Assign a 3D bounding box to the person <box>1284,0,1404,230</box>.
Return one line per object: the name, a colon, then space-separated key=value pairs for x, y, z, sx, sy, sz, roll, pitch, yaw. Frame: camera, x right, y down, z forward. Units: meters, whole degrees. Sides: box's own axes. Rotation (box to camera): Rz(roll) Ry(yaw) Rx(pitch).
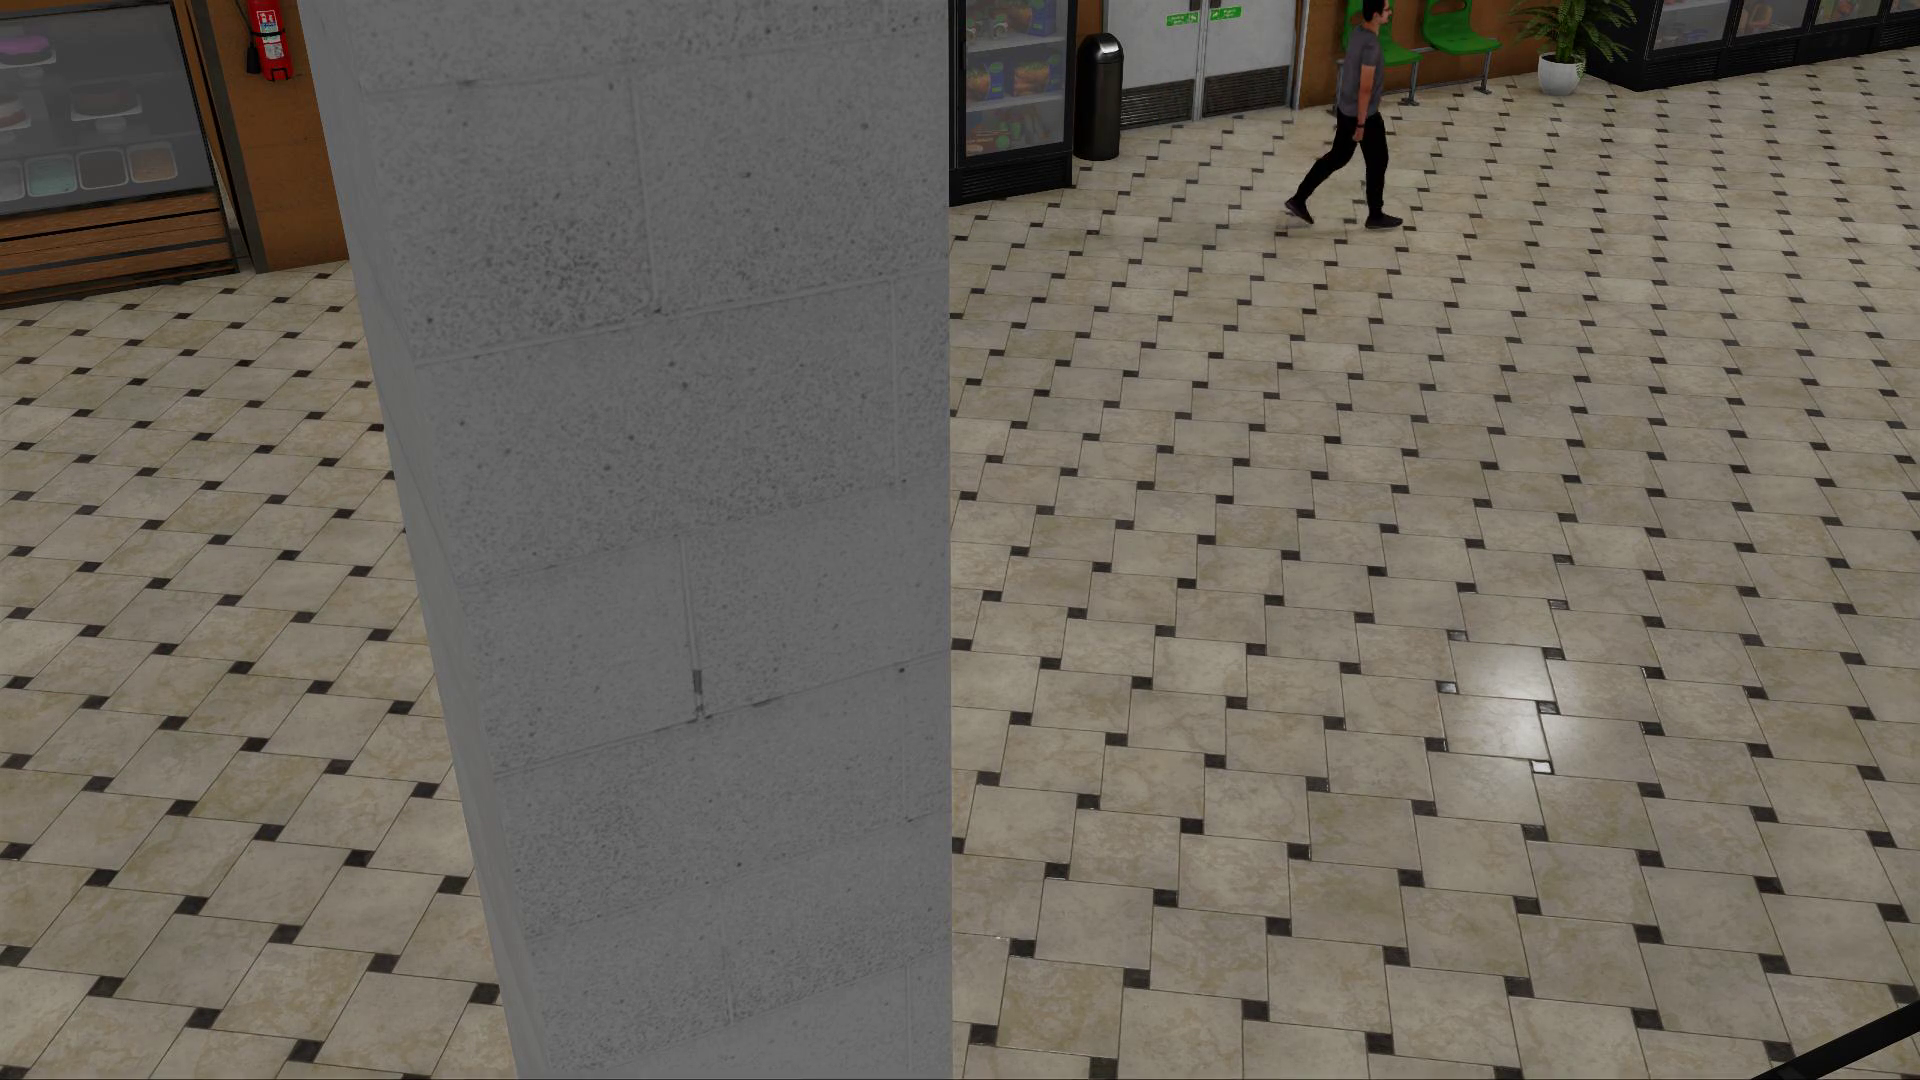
person: x=2.803 y=-3.084 z=12.026 sx=0.858 sy=1.738 sz=1.102 roll=-6 pitch=32 yaw=-10
